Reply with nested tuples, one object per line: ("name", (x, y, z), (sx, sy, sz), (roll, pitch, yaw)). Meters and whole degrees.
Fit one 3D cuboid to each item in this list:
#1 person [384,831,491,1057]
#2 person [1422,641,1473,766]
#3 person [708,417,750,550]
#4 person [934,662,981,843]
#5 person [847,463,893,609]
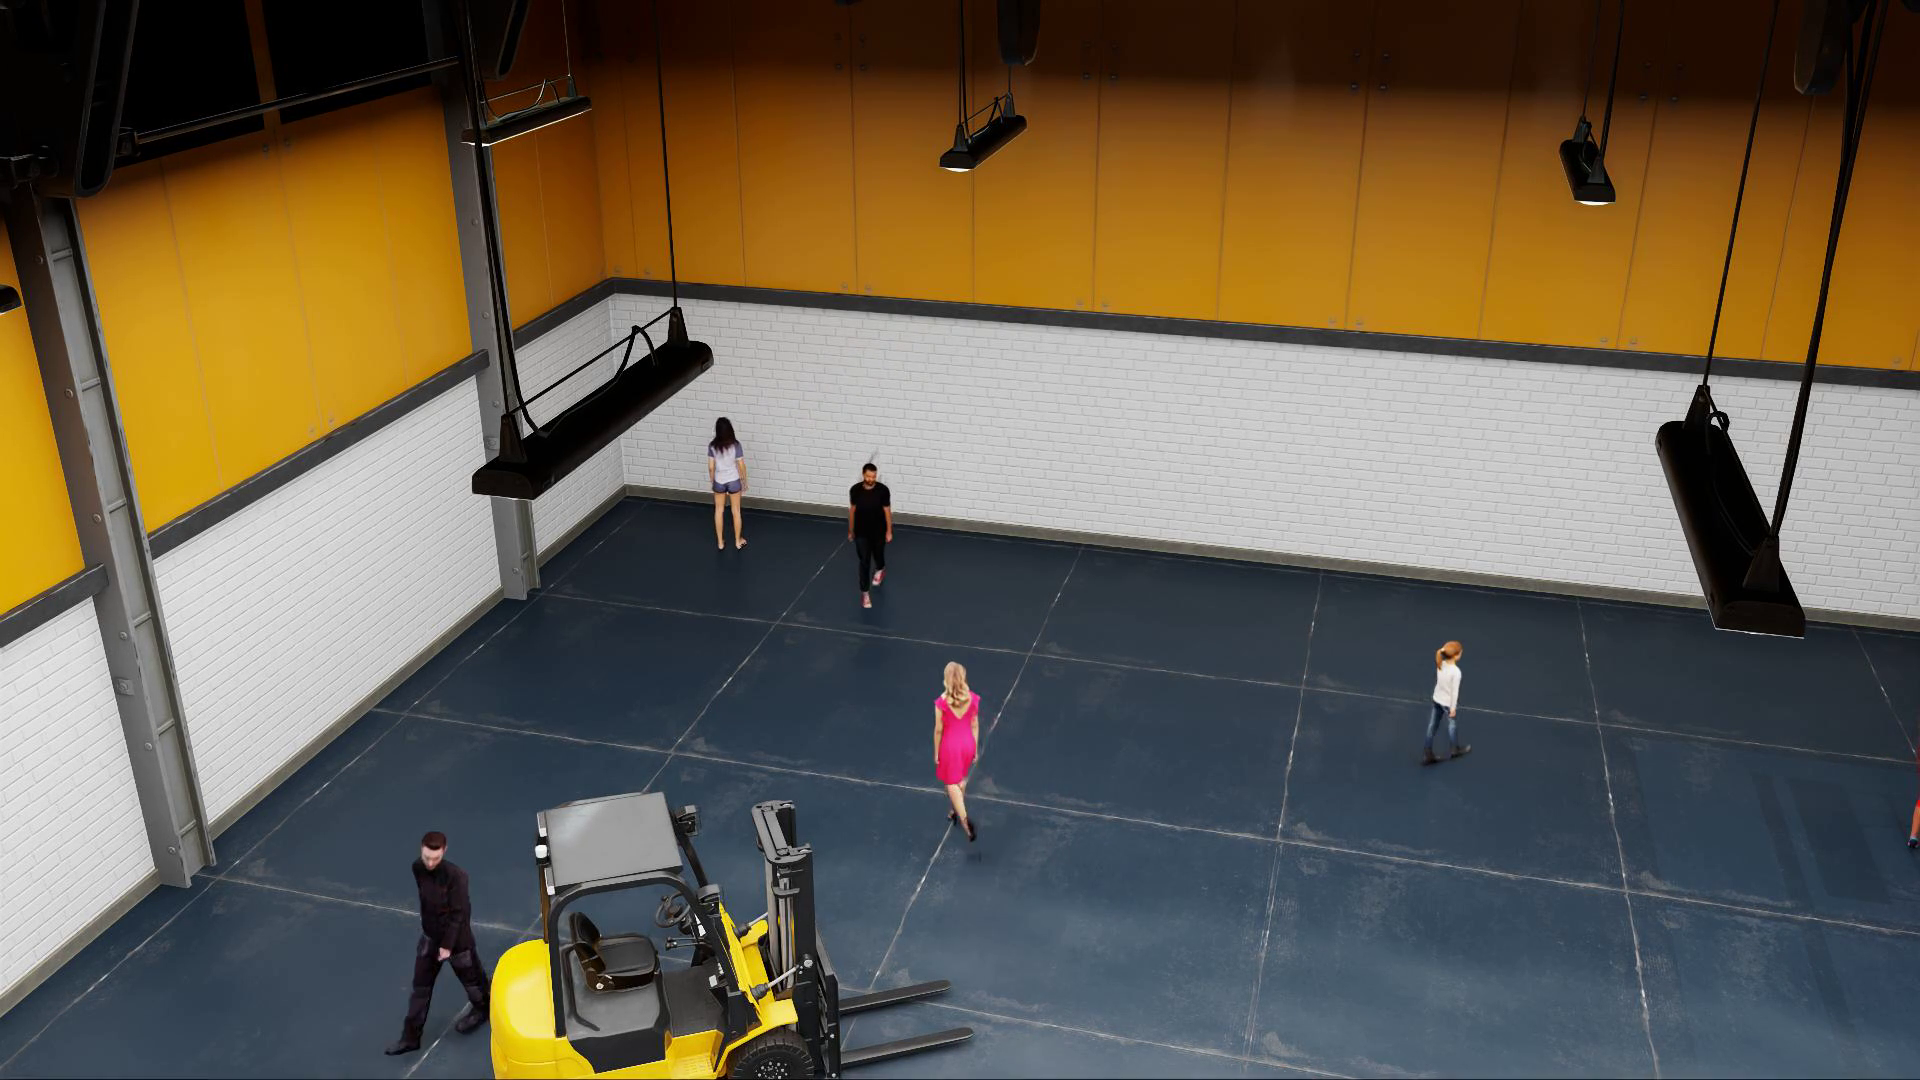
("person", (-3.759, 2.928, 12.408), (0.861, 1.866, 1.140), (12, 26, 26))
("person", (4.651, 1.599, 16.155), (0.821, 1.301, 0.791), (-10, 26, -22))
("person", (-2.935, -0.715, 20.911), (0.707, 1.732, 0.707), (1, 24, 3))
("person", (0.006, 1.928, 14.901), (0.898, 1.703, 1.031), (-9, 25, -19))
("person", (-1.051, -0.130, 19.586), (0.902, 1.721, 1.201), (0, 24, 0))
